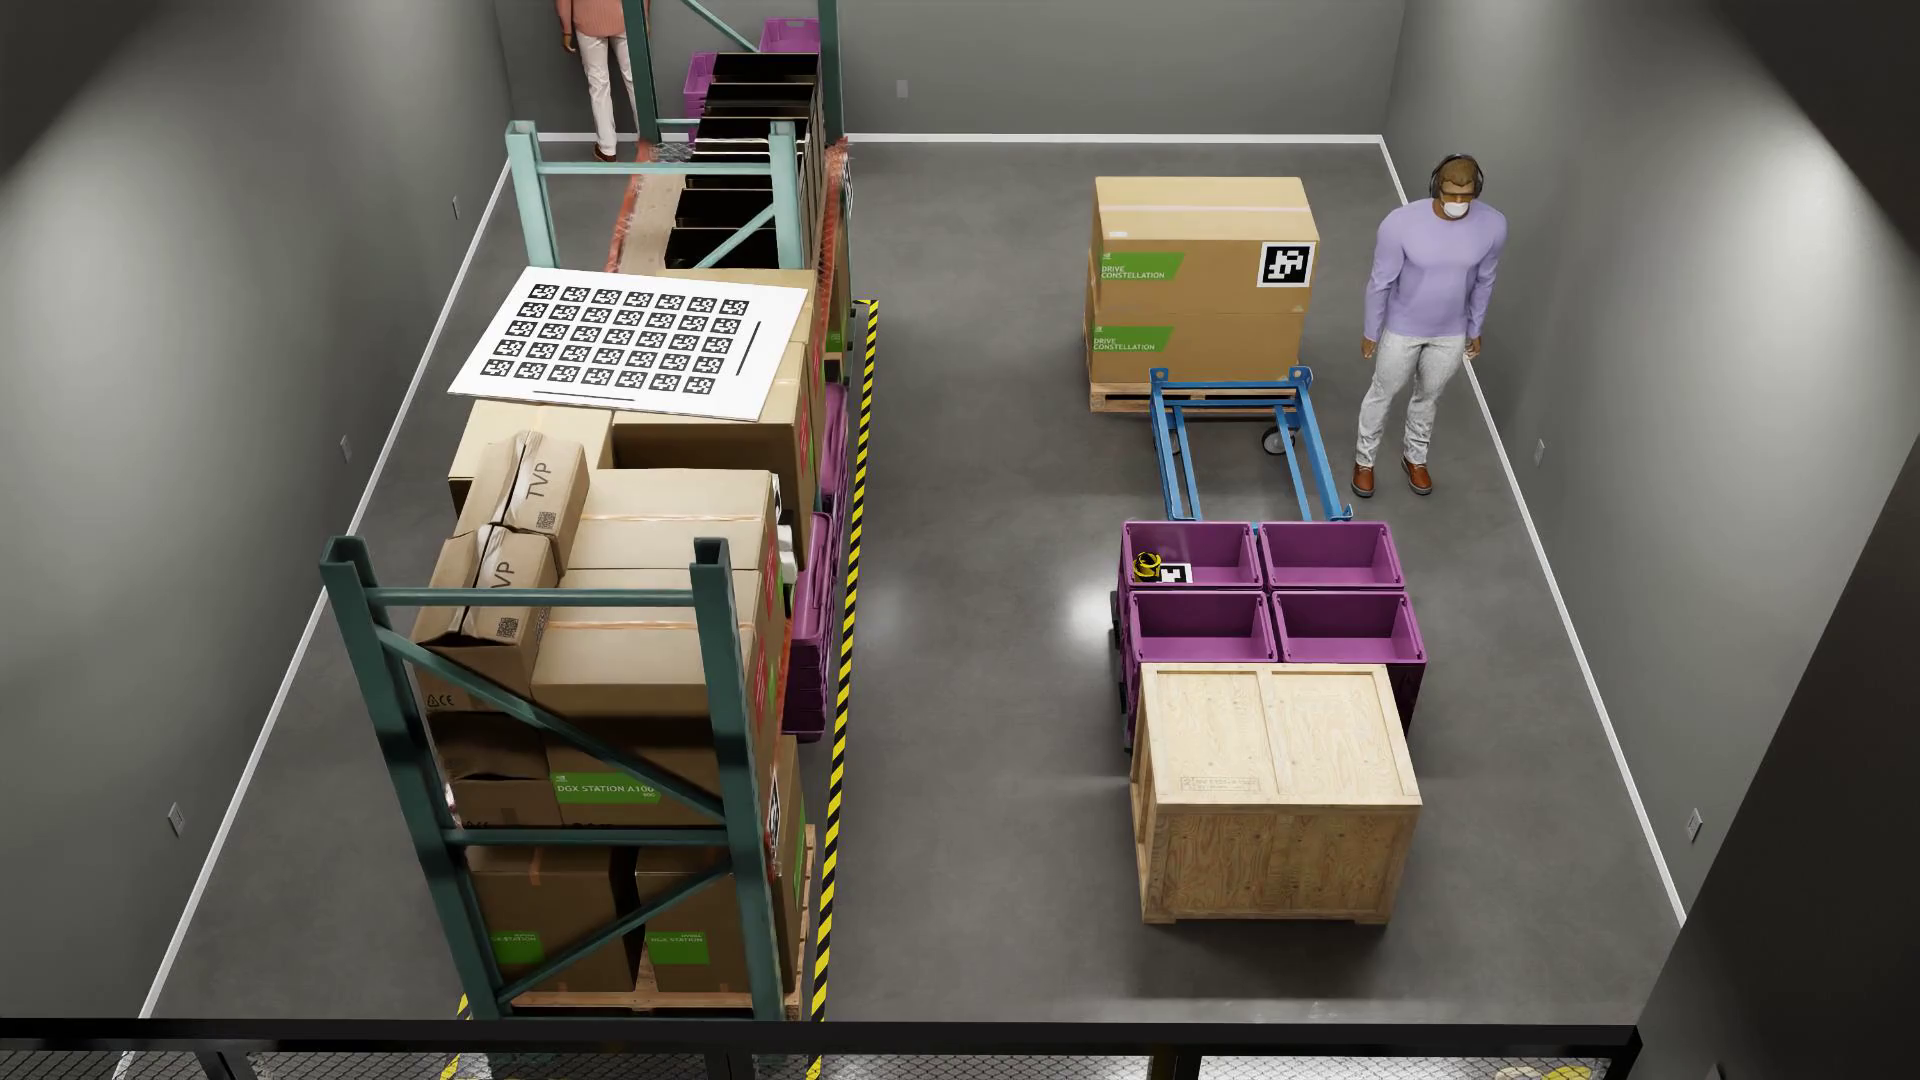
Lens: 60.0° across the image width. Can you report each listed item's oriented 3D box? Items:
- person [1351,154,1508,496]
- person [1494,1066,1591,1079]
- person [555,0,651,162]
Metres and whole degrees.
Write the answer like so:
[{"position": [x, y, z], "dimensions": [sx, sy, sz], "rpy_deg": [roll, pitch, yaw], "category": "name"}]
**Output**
[{"position": [2.319, -1.057, 8.319], "dimensions": [0.636, 1.938, 0.358], "rpy_deg": [-2, 41, -2], "category": "person"}, {"position": [1.606, 2.073, 4.828], "dimensions": [0.404, 1.832, 0.600], "rpy_deg": [5, 41, 5], "category": "person"}, {"position": [-2.351, -3.440, 10.995], "dimensions": [0.619, 1.992, 0.396], "rpy_deg": [-16, 44, -17], "category": "person"}]
